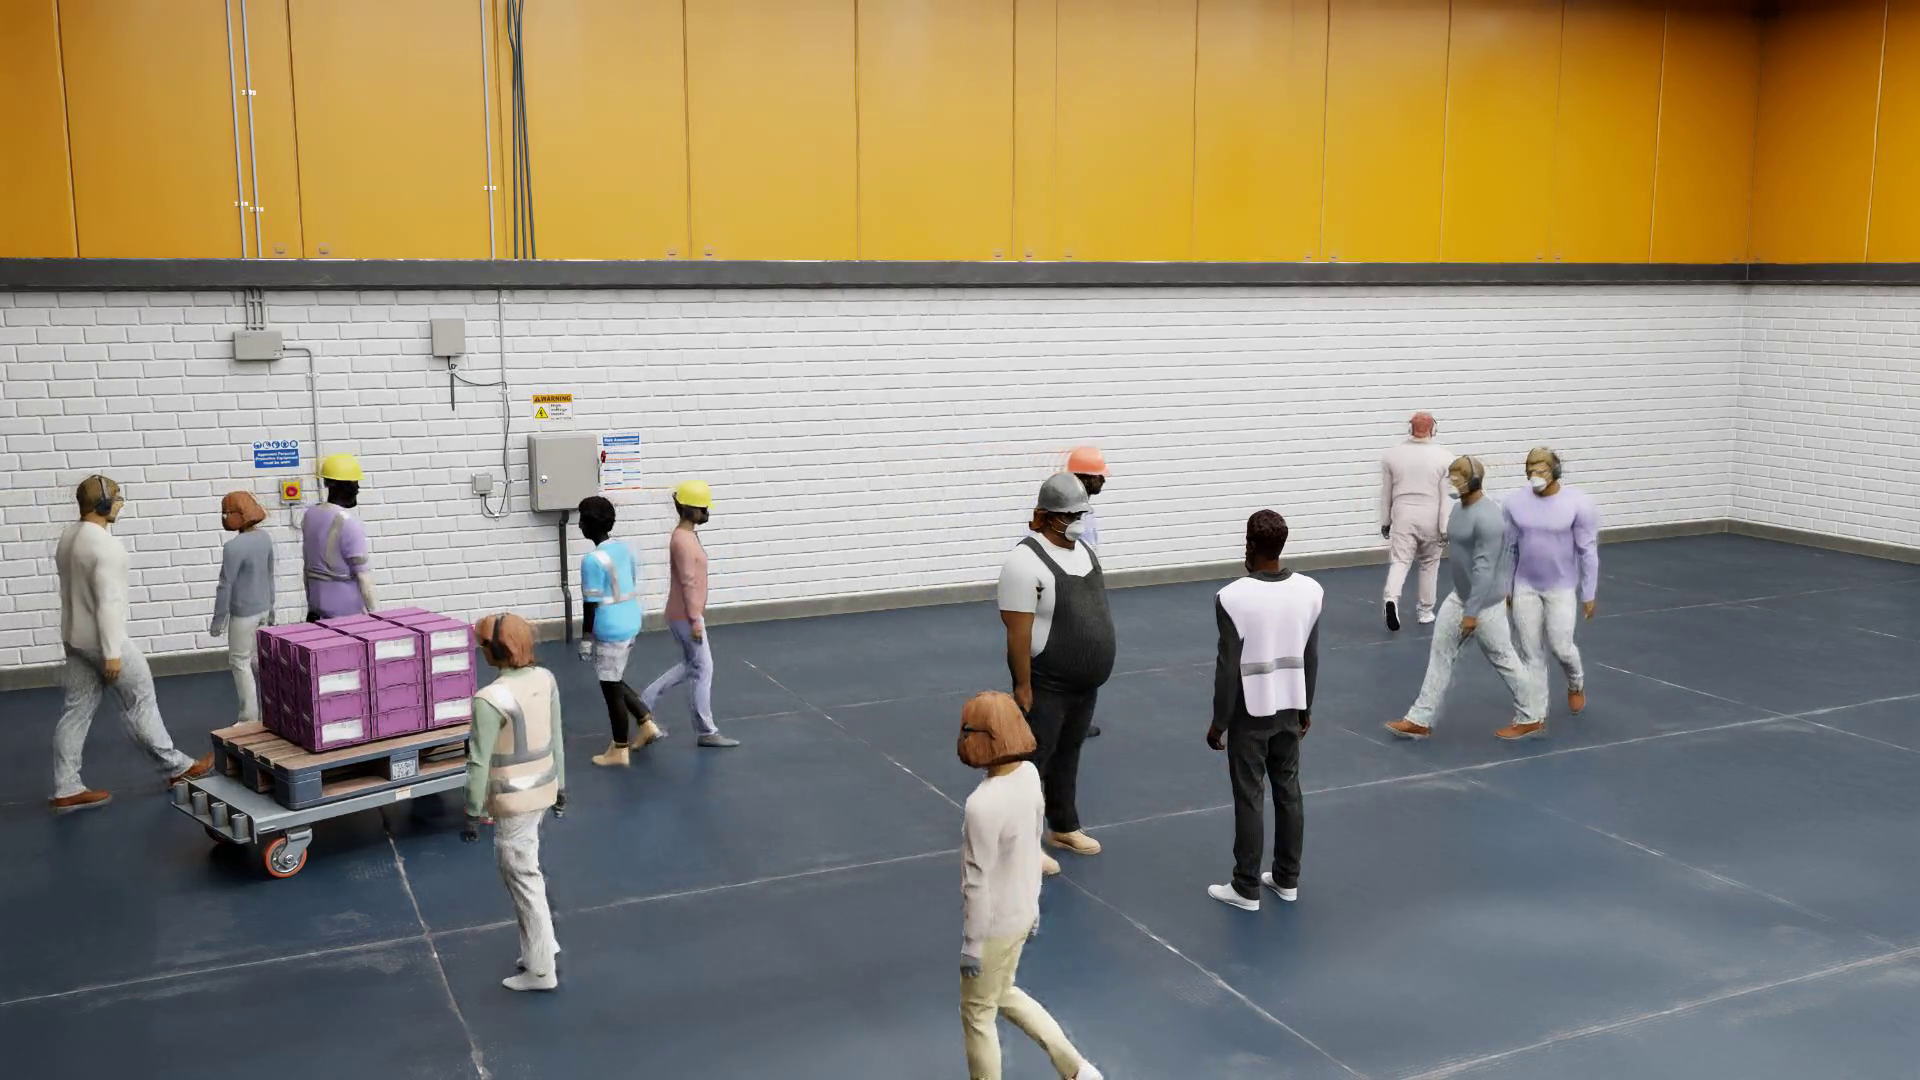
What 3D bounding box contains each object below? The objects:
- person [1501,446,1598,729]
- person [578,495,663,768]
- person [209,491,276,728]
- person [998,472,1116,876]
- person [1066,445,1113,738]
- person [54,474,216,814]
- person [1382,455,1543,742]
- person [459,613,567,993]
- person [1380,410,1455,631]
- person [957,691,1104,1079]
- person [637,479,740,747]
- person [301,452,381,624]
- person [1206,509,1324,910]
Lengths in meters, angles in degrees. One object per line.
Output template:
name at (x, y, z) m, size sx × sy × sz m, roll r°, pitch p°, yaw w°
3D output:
person at (3.917, 0.312, 11.028) m, size 0.640 × 1.913 × 0.623 m, roll 8°, pitch 12°, yaw 41°
person at (-2.127, 0.564, 10.164) m, size 0.364 × 1.682 × 0.549 m, roll 1°, pitch 9°, yaw 8°
person at (-4.645, 0.482, 10.881) m, size 0.405 × 1.617 × 0.512 m, roll 0°, pitch 9°, yaw 3°
person at (0.531, 0.660, 8.473) m, size 0.536 × 2.000 × 0.688 m, roll 7°, pitch 12°, yaw 38°
person at (0.789, 0.345, 10.816) m, size 0.420 × 1.922 × 0.557 m, roll 0°, pitch 9°, yaw -1°
person at (-4.788, 0.568, 9.487) m, size 0.645 × 1.893 × 0.905 m, roll 7°, pitch 12°, yaw 37°
person at (3.304, 0.392, 10.682) m, size 1.040 × 1.887 × 0.630 m, roll -1°, pitch 9°, yaw -8°
person at (-1.873, 1.107, 6.981) m, size 0.432 × 1.624 × 0.515 m, roll 2°, pitch 9°, yaw 14°
person at (3.861, -0.164, 14.128) m, size 0.644 × 1.876 × 0.860 m, roll 5°, pitch 11°, yaw 29°
person at (0.178, 1.317, 5.710) m, size 0.504 × 1.621 × 0.504 m, roll 4°, pitch 10°, yaw 23°
person at (-1.758, 0.470, 10.572) m, size 0.639 × 1.737 × 0.541 m, roll -1°, pitch 9°, yaw -6°
person at (-3.844, 0.398, 10.493) m, size 0.597 × 1.908 × 0.531 m, roll 8°, pitch 12°, yaw 41°
person at (1.452, 0.809, 7.929) m, size 0.591 × 1.919 × 0.390 m, roll -5°, pitch 10°, yaw -28°
